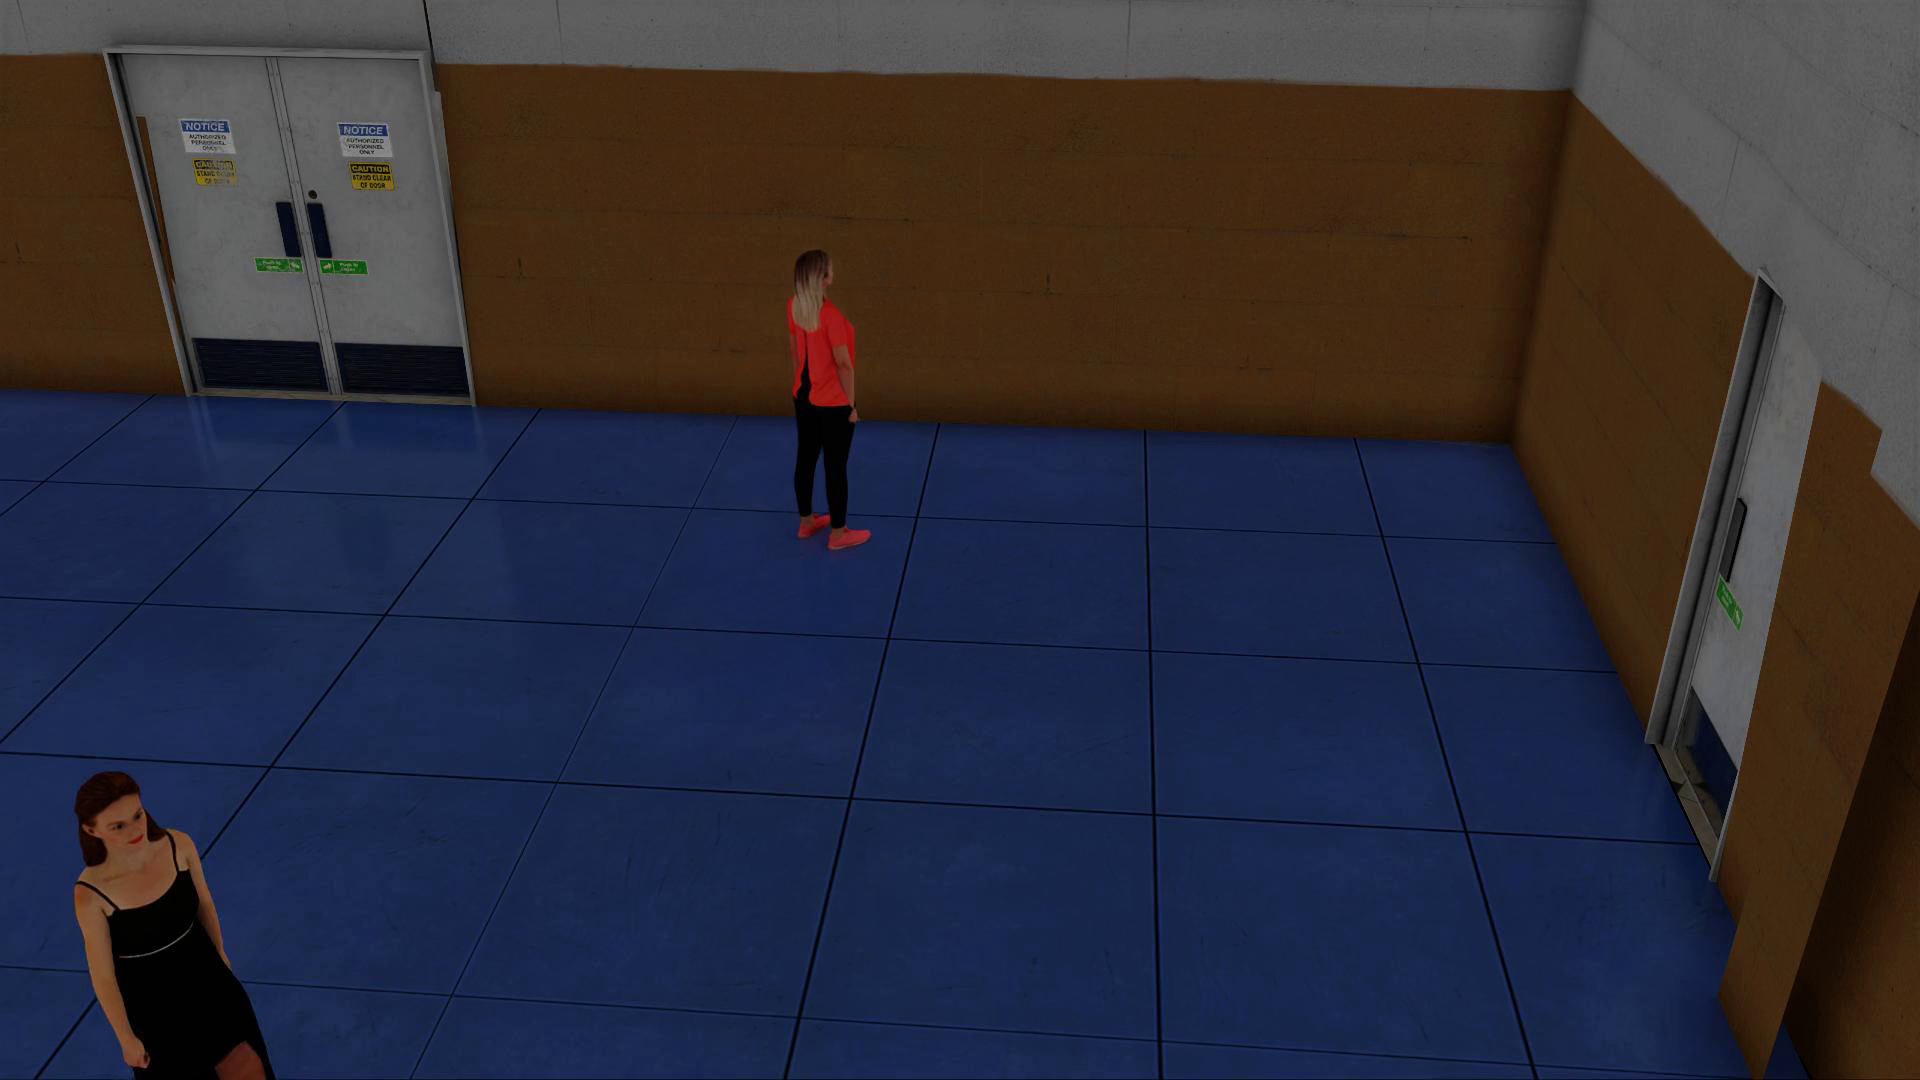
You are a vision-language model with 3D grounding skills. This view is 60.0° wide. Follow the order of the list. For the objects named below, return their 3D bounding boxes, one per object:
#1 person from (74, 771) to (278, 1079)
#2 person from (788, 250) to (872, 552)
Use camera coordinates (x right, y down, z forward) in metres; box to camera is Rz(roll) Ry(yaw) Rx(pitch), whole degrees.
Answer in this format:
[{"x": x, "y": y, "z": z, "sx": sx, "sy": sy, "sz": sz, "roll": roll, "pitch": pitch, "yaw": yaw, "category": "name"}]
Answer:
[{"x": -2.544, "y": 1.389, "z": 5.241, "sx": 1.033, "sy": 1.578, "sz": 1.098, "roll": 20, "pitch": 35, "yaw": 33, "category": "person"}, {"x": -0.756, "y": -0.761, "z": 9.060, "sx": 0.723, "sy": 1.692, "sz": 0.676, "roll": -25, "pitch": 37, "yaw": -38, "category": "person"}]
